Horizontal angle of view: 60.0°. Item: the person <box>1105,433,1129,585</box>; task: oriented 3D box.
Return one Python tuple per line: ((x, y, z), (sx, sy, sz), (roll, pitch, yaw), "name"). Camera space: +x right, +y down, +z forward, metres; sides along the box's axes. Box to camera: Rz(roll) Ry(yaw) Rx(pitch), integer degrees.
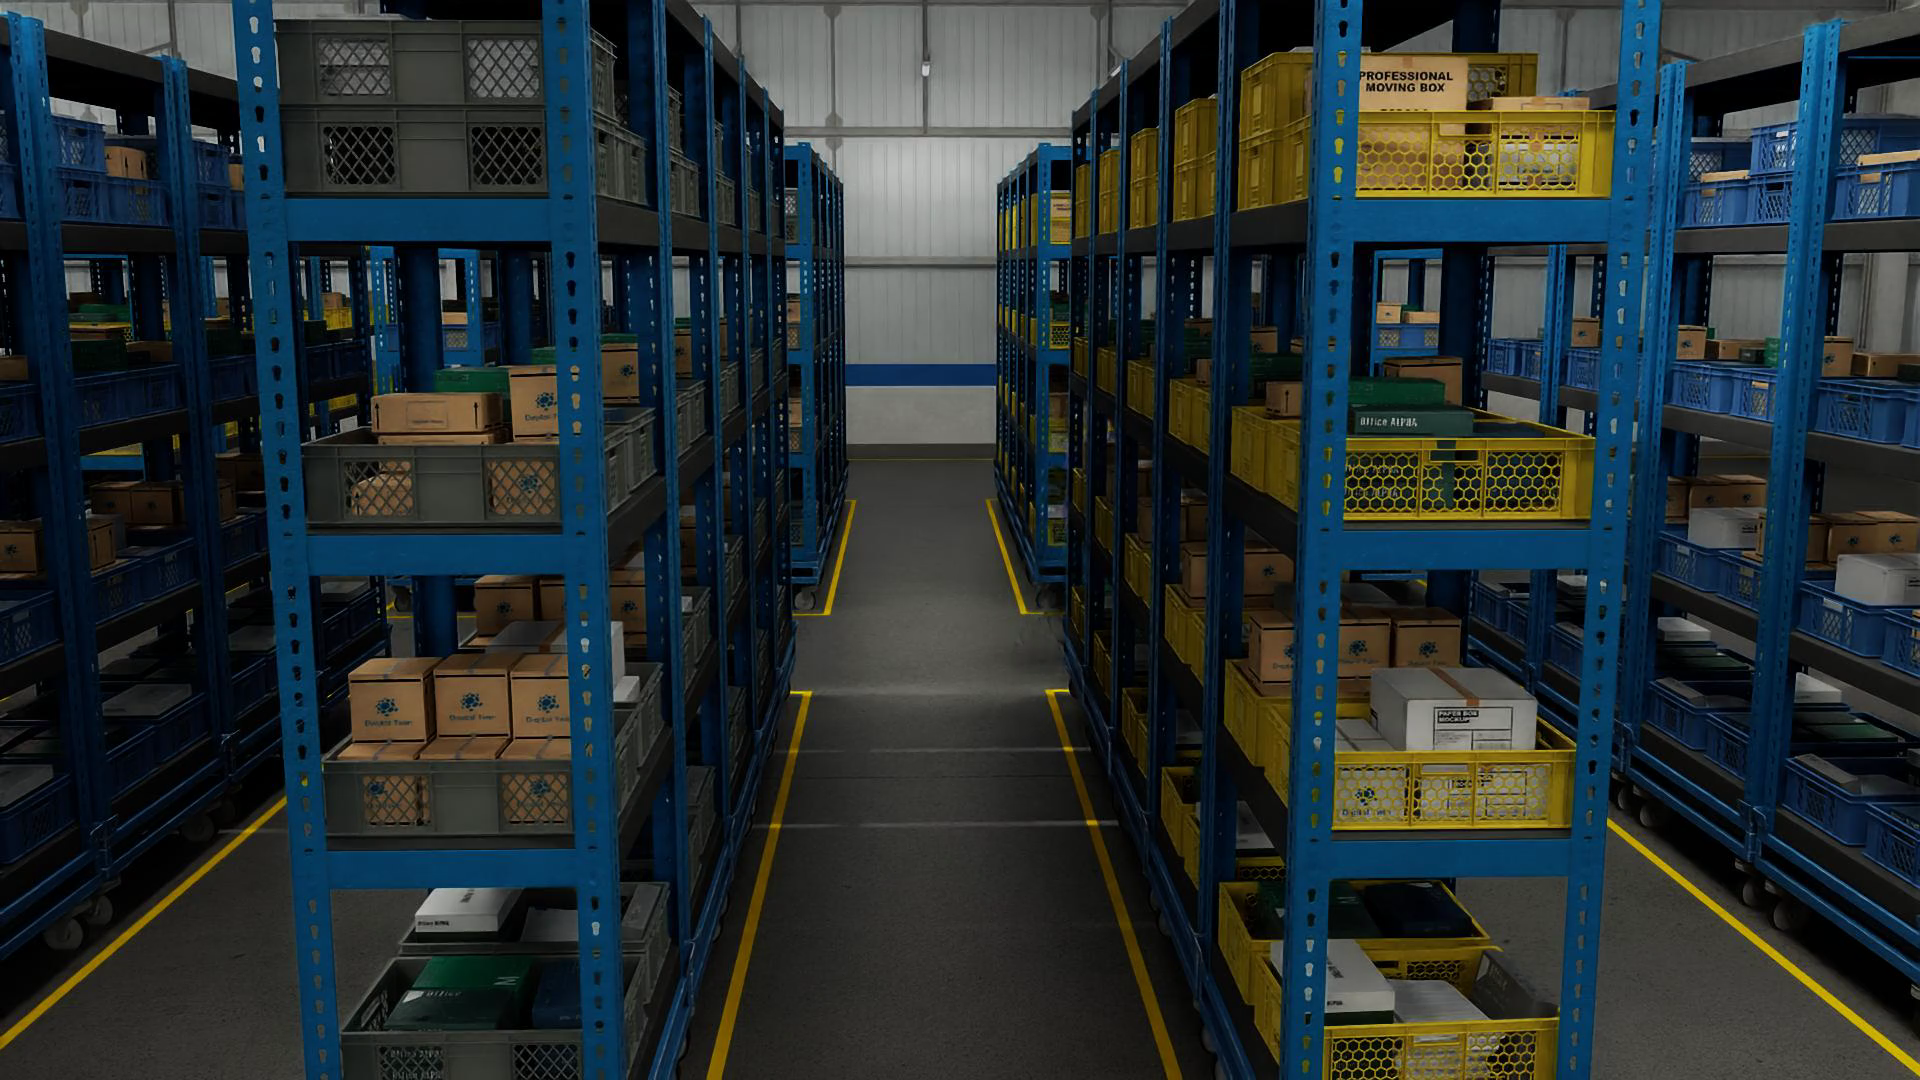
((1.057, -0.064, 11.264), (0.495, 1.814, 0.595), (-2, 10, -13), "person")
